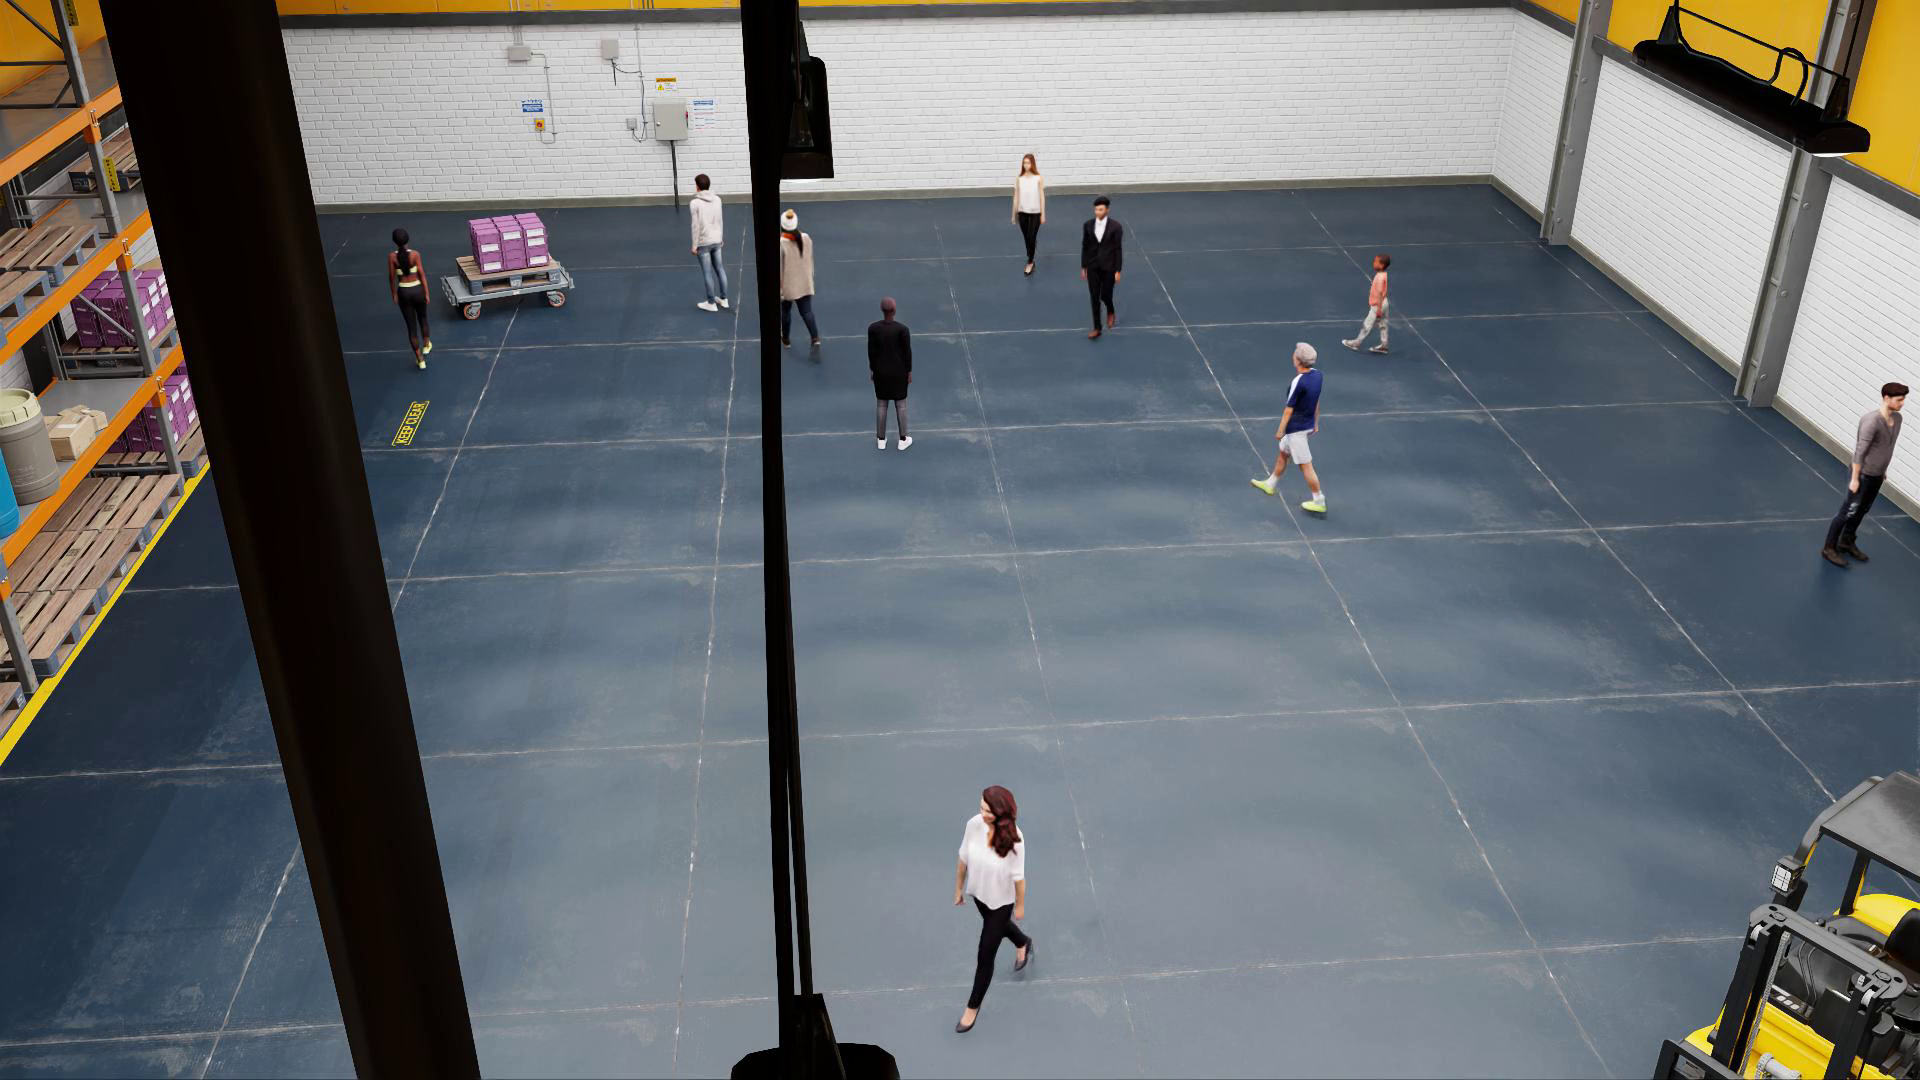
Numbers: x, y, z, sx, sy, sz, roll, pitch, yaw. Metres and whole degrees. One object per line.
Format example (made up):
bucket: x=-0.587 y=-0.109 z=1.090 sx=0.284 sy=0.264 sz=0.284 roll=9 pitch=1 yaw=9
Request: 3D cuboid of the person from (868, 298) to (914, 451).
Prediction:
person: x=-0.776 y=-1.844 z=18.448 sx=0.696 sy=1.763 sz=0.640 roll=4 pitch=29 yaw=8

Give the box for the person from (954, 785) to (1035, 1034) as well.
person: x=0.272 y=2.306 z=10.850 sx=1.097 sy=1.753 sz=1.179 roll=21 pitch=35 yaw=33

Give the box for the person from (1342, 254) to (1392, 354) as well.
person: x=5.354 y=-2.967 z=20.999 sx=0.785 sy=1.291 sz=0.825 roll=11 pitch=30 yaw=19

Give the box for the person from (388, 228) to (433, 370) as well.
person: x=-6.762 y=-2.947 z=20.509 sx=0.732 sy=1.727 sz=1.005 roll=-10 pitch=30 yaw=-18

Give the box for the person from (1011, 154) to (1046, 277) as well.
person: x=1.019 y=-4.667 z=23.687 sx=0.796 sy=1.702 sz=0.909 roll=11 pitch=31 yaw=20

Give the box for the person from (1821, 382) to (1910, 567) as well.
person: x=8.794 y=-0.662 z=16.138 sx=0.748 sy=1.899 sz=0.707 roll=-15 pitch=32 yaw=-25

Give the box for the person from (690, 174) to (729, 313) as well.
person: x=-3.368 y=-3.991 z=22.291 sx=0.806 sy=1.851 sz=0.752 roll=23 pitch=36 yaw=35

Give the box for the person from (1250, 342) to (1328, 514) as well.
person: x=3.556 y=-1.113 z=17.077 sx=1.198 sy=1.793 sz=1.167 roll=21 pitch=35 yaw=33

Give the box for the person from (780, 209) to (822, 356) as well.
person: x=-2.042 y=-3.214 z=20.853 sx=0.996 sy=1.866 sz=1.239 roll=-15 pitch=32 yaw=-25

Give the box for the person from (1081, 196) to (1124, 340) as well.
person: x=1.861 y=-3.537 z=21.441 sx=0.938 sy=1.869 sz=1.029 roll=13 pitch=31 yaw=22
